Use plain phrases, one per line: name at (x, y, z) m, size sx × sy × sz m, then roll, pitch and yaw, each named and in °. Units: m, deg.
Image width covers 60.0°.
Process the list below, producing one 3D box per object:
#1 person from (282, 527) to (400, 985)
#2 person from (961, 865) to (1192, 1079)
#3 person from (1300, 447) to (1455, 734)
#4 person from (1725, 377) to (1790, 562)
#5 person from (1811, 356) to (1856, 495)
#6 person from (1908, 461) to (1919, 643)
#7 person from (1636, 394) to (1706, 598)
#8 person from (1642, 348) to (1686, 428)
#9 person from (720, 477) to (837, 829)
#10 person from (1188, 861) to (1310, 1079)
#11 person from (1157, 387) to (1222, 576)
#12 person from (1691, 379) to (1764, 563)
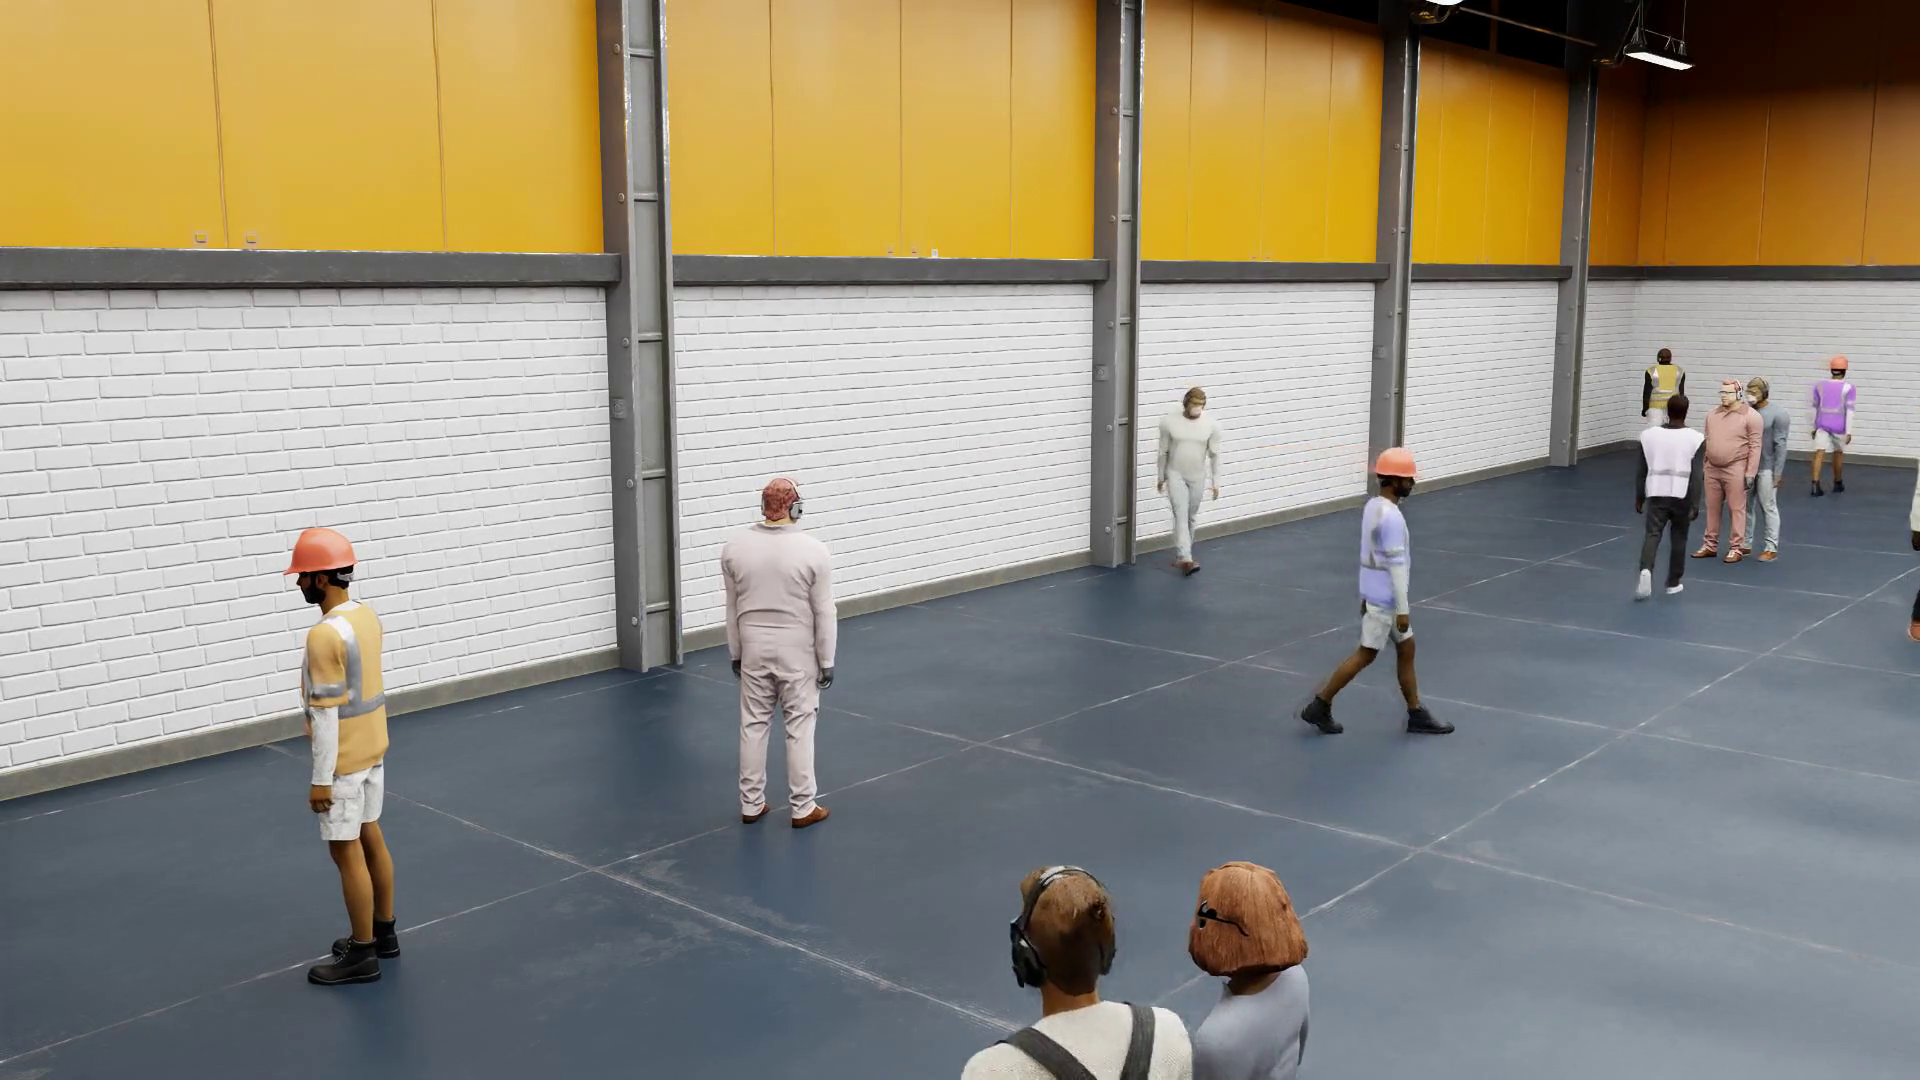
person at (-2.625, 0.904, 7.036) m, size 0.382 × 1.932 × 0.541 m, roll 0°, pitch 9°, yaw 0°
person at (0.172, 1.534, 3.473) m, size 0.541 × 1.798 × 0.936 m, roll -5°, pitch 10°, yaw -29°
person at (2.689, 0.341, 10.697) m, size 0.985 × 1.897 × 0.559 m, roll 1°, pitch 9°, yaw 5°
person at (8.311, -0.735, 17.365) m, size 0.394 × 1.926 × 0.642 m, roll -5°, pitch 11°, yaw -31°
person at (11.828, -1.546, 22.564) m, size 0.558 × 1.890 × 0.977 m, roll 8°, pitch 12°, yaw 43°
person at (7.828, -0.084, 13.080) m, size 0.605 × 1.976 × 0.472 m, roll 1°, pitch 9°, yaw 8°
person at (6.535, -0.403, 15.373) m, size 0.600 × 1.889 × 0.846 m, roll 7°, pitch 11°, yaw 36°
person at (10.993, -2.079, 26.044) m, size 0.621 × 1.842 × 0.429 m, roll 1°, pitch 9°, yaw 5°
person at (-0.957, 0.607, 8.999) m, size 0.643 × 1.903 × 0.402 m, roll 3°, pitch 9°, yaw 15°
person at (0.659, 1.547, 3.918) m, size 0.285 × 1.633 × 0.498 m, roll 5°, pitch 10°, yaw 30°
person at (2.291, -0.602, 16.666) m, size 0.637 × 1.875 × 1.006 m, roll 1°, pitch 9°, yaw 4°
person at (7.968, -0.721, 17.306) m, size 0.409 × 1.906 × 0.651 m, roll -6°, pitch 11°, yaw -32°
